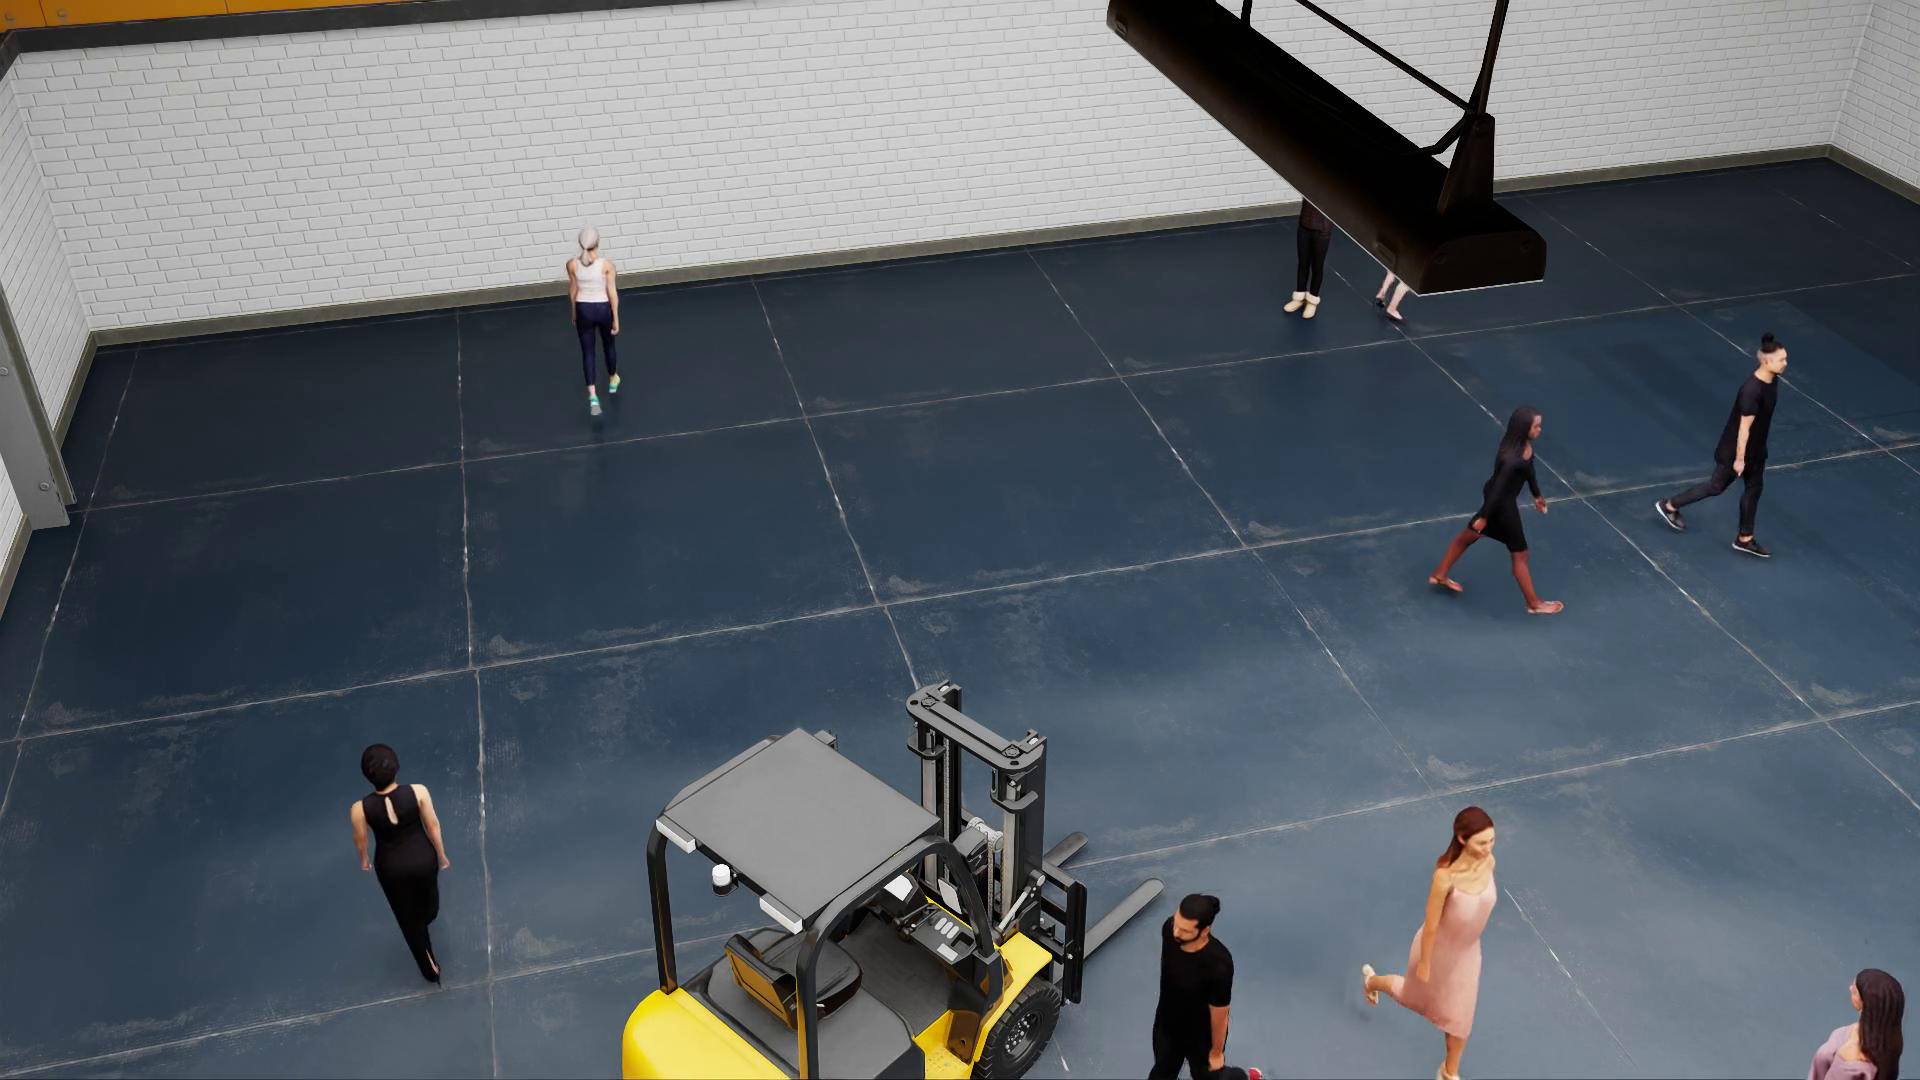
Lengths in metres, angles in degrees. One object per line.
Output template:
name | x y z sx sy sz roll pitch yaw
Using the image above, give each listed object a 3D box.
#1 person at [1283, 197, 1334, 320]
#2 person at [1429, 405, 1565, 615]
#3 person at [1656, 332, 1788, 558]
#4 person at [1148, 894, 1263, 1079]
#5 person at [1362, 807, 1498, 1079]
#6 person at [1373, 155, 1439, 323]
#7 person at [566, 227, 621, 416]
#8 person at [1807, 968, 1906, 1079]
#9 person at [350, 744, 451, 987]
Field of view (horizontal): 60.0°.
person | 3.502 -3.048 16.417 0.705 1.659 0.765 13 36 18
person | 3.856 -0.242 12.192 1.151 1.662 1.202 12 36 18
person | 5.950 -0.766 12.830 1.265 1.829 1.092 27 42 34
person | 1.207 2.353 8.222 0.939 1.735 1.026 -21 39 -29
person | 2.443 2.061 8.597 0.694 1.807 1.120 -14 36 -20
person | 4.367 -2.917 16.100 0.768 1.792 0.532 -18 38 -25
person | -3.243 -1.916 14.698 0.755 1.676 1.159 -2 34 -3
person | 4.068 2.686 7.686 0.892 1.774 0.868 -26 42 -34
person | -3.030 1.841 9.140 0.734 1.571 0.993 -16 37 -23
